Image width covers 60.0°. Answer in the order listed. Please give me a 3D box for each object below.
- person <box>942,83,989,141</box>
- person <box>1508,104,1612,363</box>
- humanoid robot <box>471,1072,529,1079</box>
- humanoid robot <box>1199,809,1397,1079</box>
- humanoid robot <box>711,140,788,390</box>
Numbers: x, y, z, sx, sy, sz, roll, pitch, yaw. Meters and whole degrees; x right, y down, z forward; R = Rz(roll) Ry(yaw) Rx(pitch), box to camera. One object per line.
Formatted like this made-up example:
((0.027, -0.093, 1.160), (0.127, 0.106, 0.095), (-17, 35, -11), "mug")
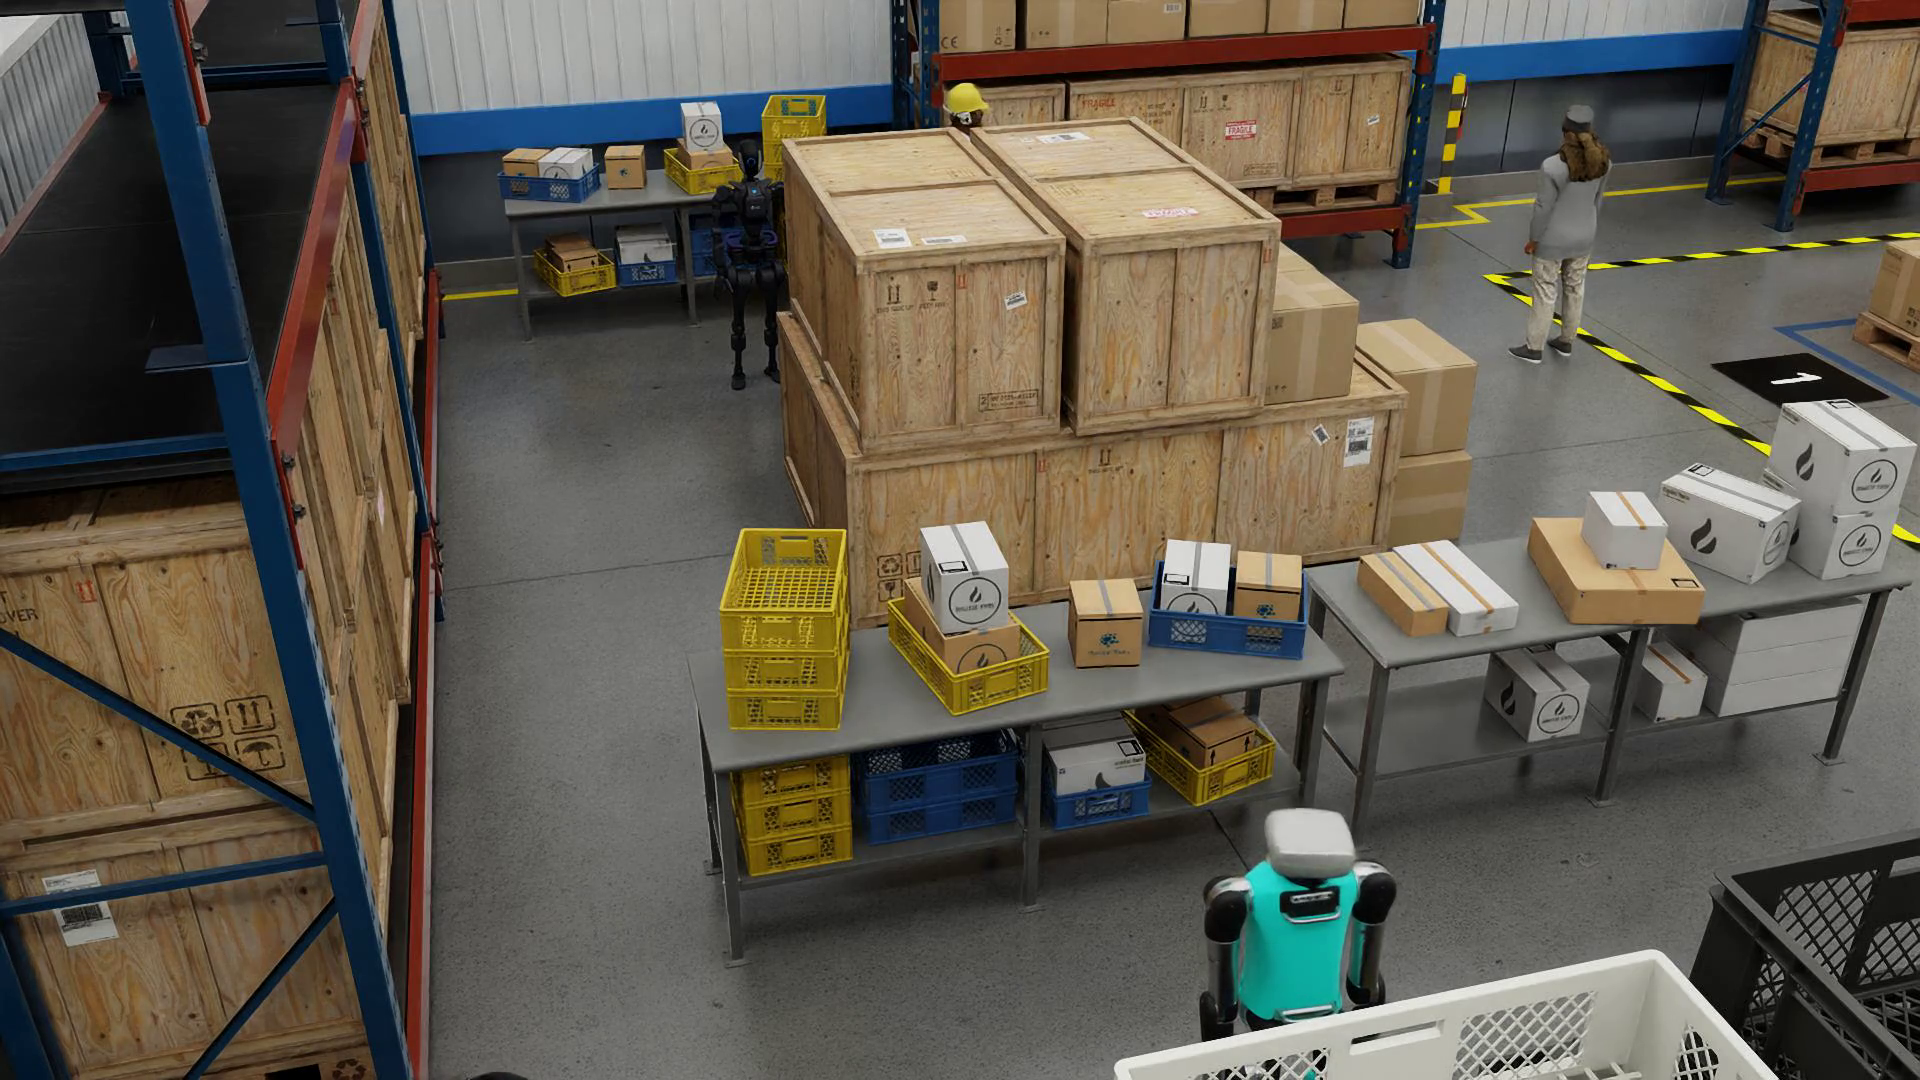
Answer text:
((0.044, -2.254, 11.583), (0.404, 1.837, 0.589), (-5, 29, -9), "person")
((4.097, -2.066, 11.316), (0.564, 1.762, 0.404), (-11, 31, -20), "person")
((-1.059, 1.944, 4.145), (0.692, 1.630, 0.613), (-2, 29, -4), "humanoid robot")
((0.965, 1.604, 4.581), (0.531, 1.690, 0.734), (-5, 29, -9), "humanoid robot")
((-1.340, -1.808, 10.922), (0.599, 1.657, 0.315), (-10, 30, -17), "humanoid robot")
